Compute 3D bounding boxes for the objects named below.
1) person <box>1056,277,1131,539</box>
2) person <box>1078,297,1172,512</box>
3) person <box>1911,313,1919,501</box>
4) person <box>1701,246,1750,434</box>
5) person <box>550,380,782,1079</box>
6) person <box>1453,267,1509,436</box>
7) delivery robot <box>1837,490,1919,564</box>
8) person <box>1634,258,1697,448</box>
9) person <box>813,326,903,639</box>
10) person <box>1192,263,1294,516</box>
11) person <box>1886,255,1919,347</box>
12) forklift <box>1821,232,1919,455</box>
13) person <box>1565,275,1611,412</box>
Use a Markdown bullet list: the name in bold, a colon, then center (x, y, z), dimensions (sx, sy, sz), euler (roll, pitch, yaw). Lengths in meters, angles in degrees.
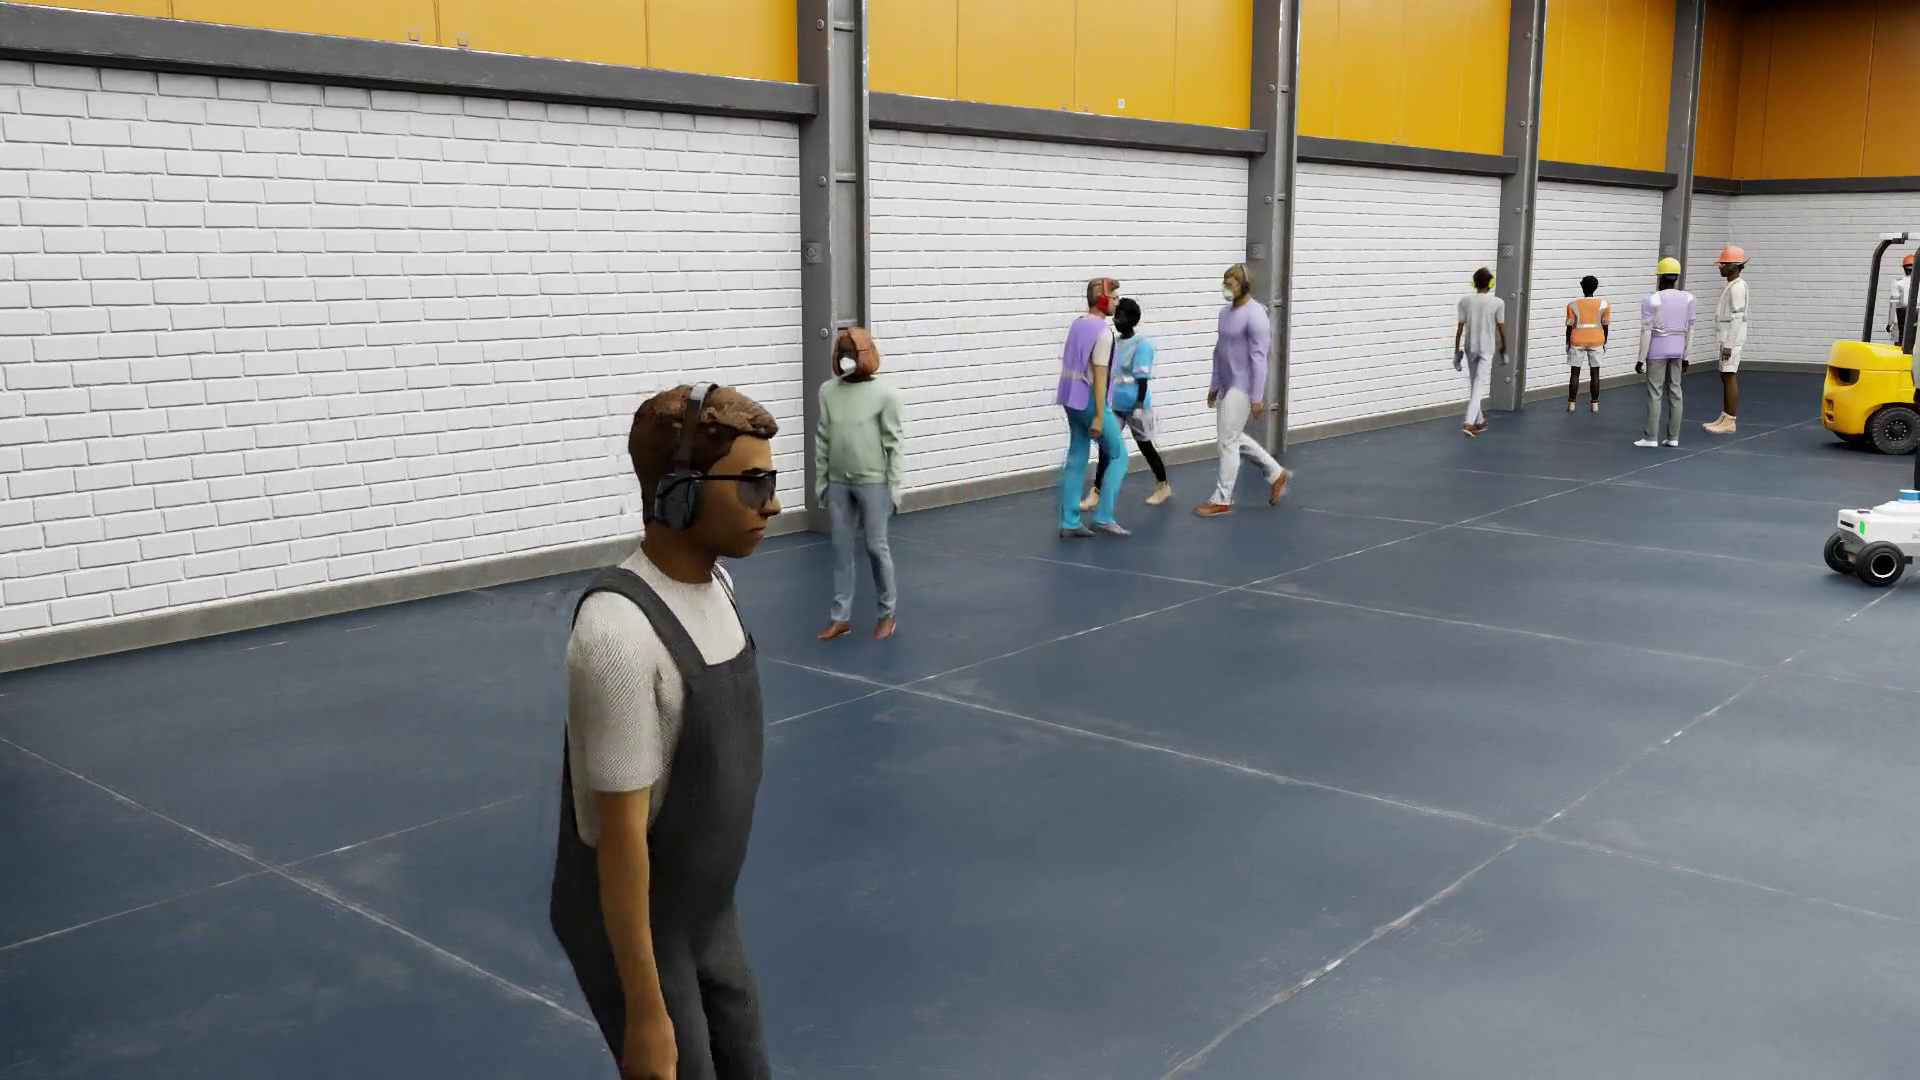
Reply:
- **person**: center (0.962, -0.906, 11.567), dimensions (0.600, 1.822, 0.578), euler (-4, 11, -24)
- **person**: center (1.320, -1.054, 12.909), dimensions (0.883, 1.653, 0.542), euler (-7, 12, -33)
- **person**: center (7.503, -1.158, 12.525), dimensions (0.397, 1.992, 0.623), euler (-6, 12, -33)
- **person**: center (8.407, -2.183, 18.228), dimensions (0.376, 2.045, 0.605), euler (4, 11, 20)
- **person**: center (-0.543, 0.645, 2.751), dimensions (0.527, 1.825, 0.542), euler (2, 10, 13)
- **person**: center (5.661, -2.046, 18.102), dimensions (0.524, 1.825, 0.990), euler (7, 12, 35)
- **delivery robot**: center (5.757, -0.063, 10.124), dimensions (0.707, 0.478, 0.477), euler (0, 10, 3)
- **person**: center (7.146, -1.891, 16.892), dimensions (0.585, 1.927, 0.366), euler (-2, 10, -10)
- **person**: center (-0.531, -0.284, 8.603), dimensions (0.500, 1.640, 0.320), euler (5, 11, 28)
- **person**: center (2.176, -1.138, 12.636), dimensions (0.821, 1.919, 0.628), euler (-2, 10, -13)
- **person**: center (14.071, -3.266, 24.725), dimensions (0.543, 1.927, 0.375), euler (2, 10, 11)
- **forklift**: center (9.955, -1.972, 16.595), dimensions (2.313, 2.155, 1.214), euler (1, 10, 8)
- **person**: center (7.755, -2.421, 20.588), dimensions (0.531, 1.694, 0.320), euler (3, 10, 17)
